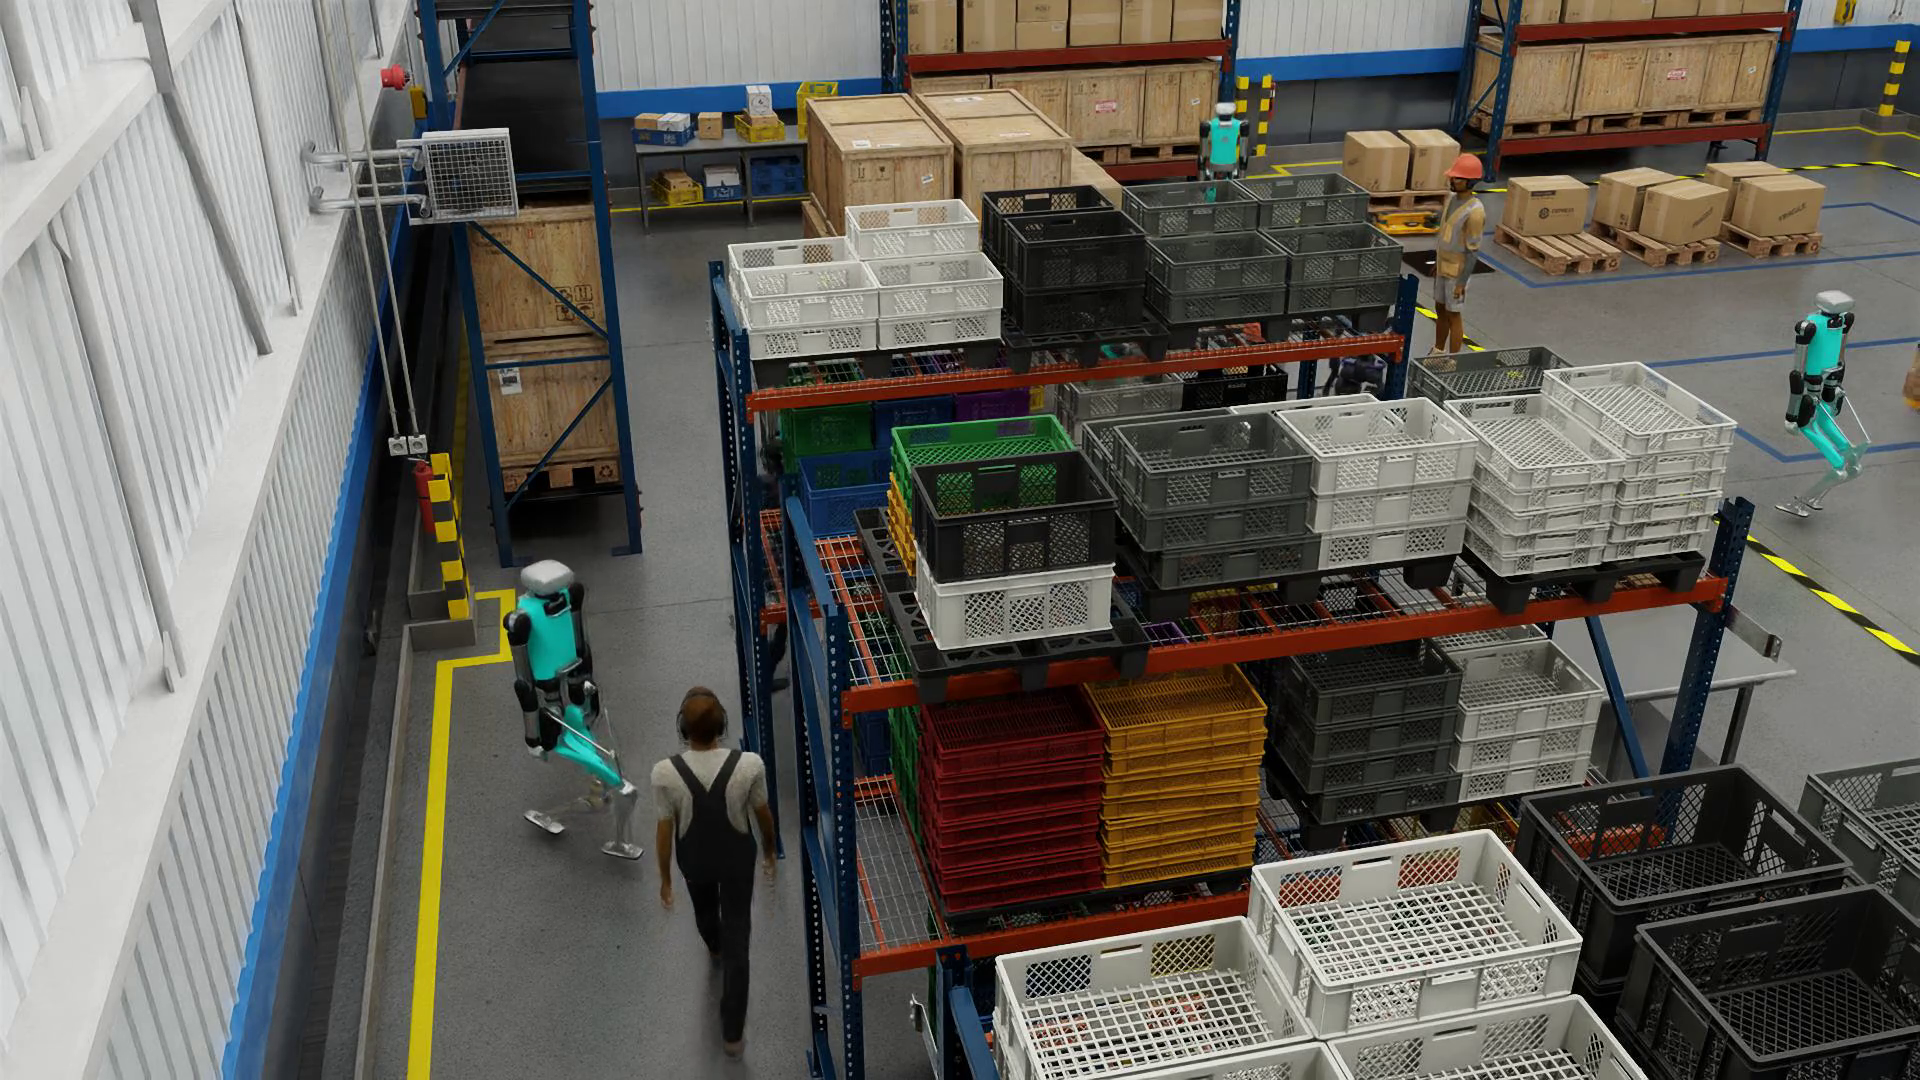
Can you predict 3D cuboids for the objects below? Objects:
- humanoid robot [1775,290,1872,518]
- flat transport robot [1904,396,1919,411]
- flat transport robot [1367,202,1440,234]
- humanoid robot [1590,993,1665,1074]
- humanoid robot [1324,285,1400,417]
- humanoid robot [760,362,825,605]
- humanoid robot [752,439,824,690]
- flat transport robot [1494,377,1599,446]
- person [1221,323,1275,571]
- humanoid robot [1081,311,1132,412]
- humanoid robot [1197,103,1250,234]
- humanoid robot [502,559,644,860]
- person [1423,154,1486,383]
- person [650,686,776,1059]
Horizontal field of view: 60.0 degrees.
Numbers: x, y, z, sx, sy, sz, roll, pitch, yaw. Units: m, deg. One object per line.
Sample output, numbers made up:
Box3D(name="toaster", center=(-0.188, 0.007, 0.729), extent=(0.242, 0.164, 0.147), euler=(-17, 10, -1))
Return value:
Box3D(name="humanoid robot", center=(6.371, -0.935, 12.102), extent=(0.533, 1.677, 0.735), euler=(-14, 31, -25))
Box3D(name="flat transport robot", center=(8.712, -1.002, 13.918), extent=(0.652, 0.197, 1.431), euler=(-6, 28, -12))
Box3D(name="flat transport robot", center=(5.010, -3.860, 19.341), extent=(0.652, 0.197, 1.431), euler=(-4, 28, -7))
Box3D(name="humanoid robot", center=(2.714, 2.081, 6.602), extent=(0.544, 1.643, 0.589), euler=(-13, 30, -22))
Box3D(name="humanoid robot", center=(3.118, -1.241, 12.935), extent=(0.615, 1.640, 0.740), euler=(15, 31, 26))
Box3D(name="humanoid robot", center=(-1.226, -0.259, 11.095), extent=(0.718, 1.900, 0.539), euler=(-22, 35, -35))
Box3D(name="humanoid robot", center=(-1.051, 0.146, 10.277), extent=(0.601, 1.629, 0.697), euler=(24, 36, 38))
Box3D(name="flat transport robot", center=(4.780, -1.036, 14.013), extent=(0.659, 0.231, 1.431), euler=(-6, 28, -12))
Box3D(name="person", center=(2.020, -0.667, 11.519), extent=(0.348, 1.942, 0.542), euler=(-23, 36, -37))
Box3D(name="humanoid robot", center=(1.245, -0.924, 12.267), extent=(1.021, 1.768, 0.536), euler=(-17, 32, -29))
Box3D(name="humanoid robot", center=(2.768, -3.831, 17.730), extent=(0.547, 1.733, 1.009), euler=(1, 28, 3))
Box3D(name="humanoid robot", center=(-1.938, 0.958, 8.689), extent=(1.029, 1.754, 0.562), euler=(13, 31, 24))
Box3D(name="person", center=(4.336, -2.394, 14.684), extent=(0.366, 2.048, 0.605), euler=(-4, 28, -8))
Box3D(name="person", center=(-1.119, 1.435, 7.684), extent=(0.534, 1.792, 0.947), euler=(-3, 28, -6))
